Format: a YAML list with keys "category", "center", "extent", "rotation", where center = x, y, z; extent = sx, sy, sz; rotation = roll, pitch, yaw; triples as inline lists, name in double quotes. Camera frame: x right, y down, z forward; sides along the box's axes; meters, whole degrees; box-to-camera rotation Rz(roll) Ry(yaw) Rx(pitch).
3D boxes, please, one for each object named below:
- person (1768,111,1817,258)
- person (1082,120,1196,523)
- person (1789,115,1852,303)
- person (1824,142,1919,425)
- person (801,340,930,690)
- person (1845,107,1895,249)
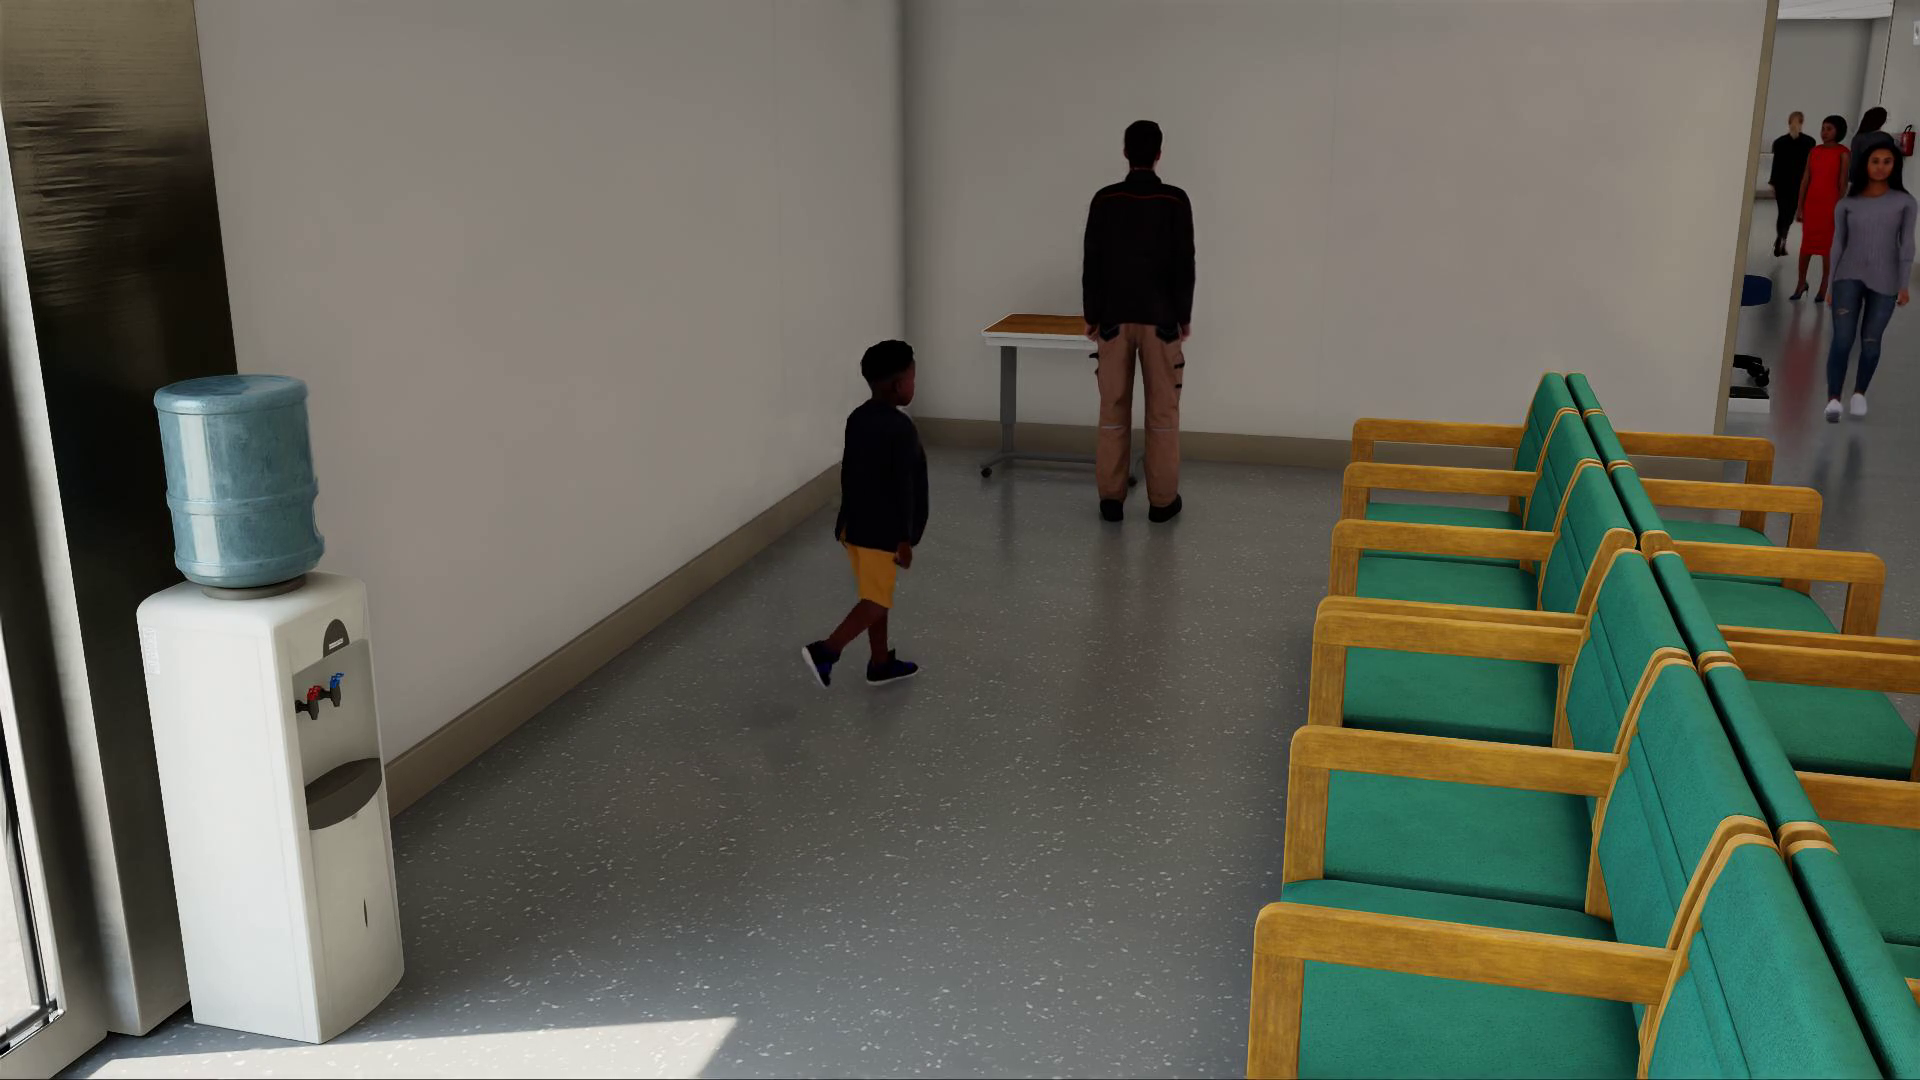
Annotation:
- category: "person"
  center: [9.544, -4.040, 19.140]
  extent: [1.100, 1.670, 0.934]
  rotation: [11, 19, 35]
- category: "person"
  center: [0.863, -1.050, 8.066]
  extent: [0.544, 1.925, 0.765]
  rotation: [3, 16, 10]
- category: "person"
  center: [8.257, -3.169, 15.918]
  extent: [0.715, 1.743, 0.631]
  rotation: [-12, 19, -35]
- category: "person"
  center: [5.641, -1.566, 10.326]
  extent: [1.139, 1.692, 0.885]
  rotation: [8, 18, 27]
- category: "person"
  center: [-0.356, -0.047, 5.767]
  extent: [0.806, 1.243, 0.797]
  rotation: [-14, 21, -40]
- category: "person"
  center: [10.223, -3.948, 18.721]
  extent: [1.014, 1.720, 0.699]
  rotation: [4, 16, 15]
